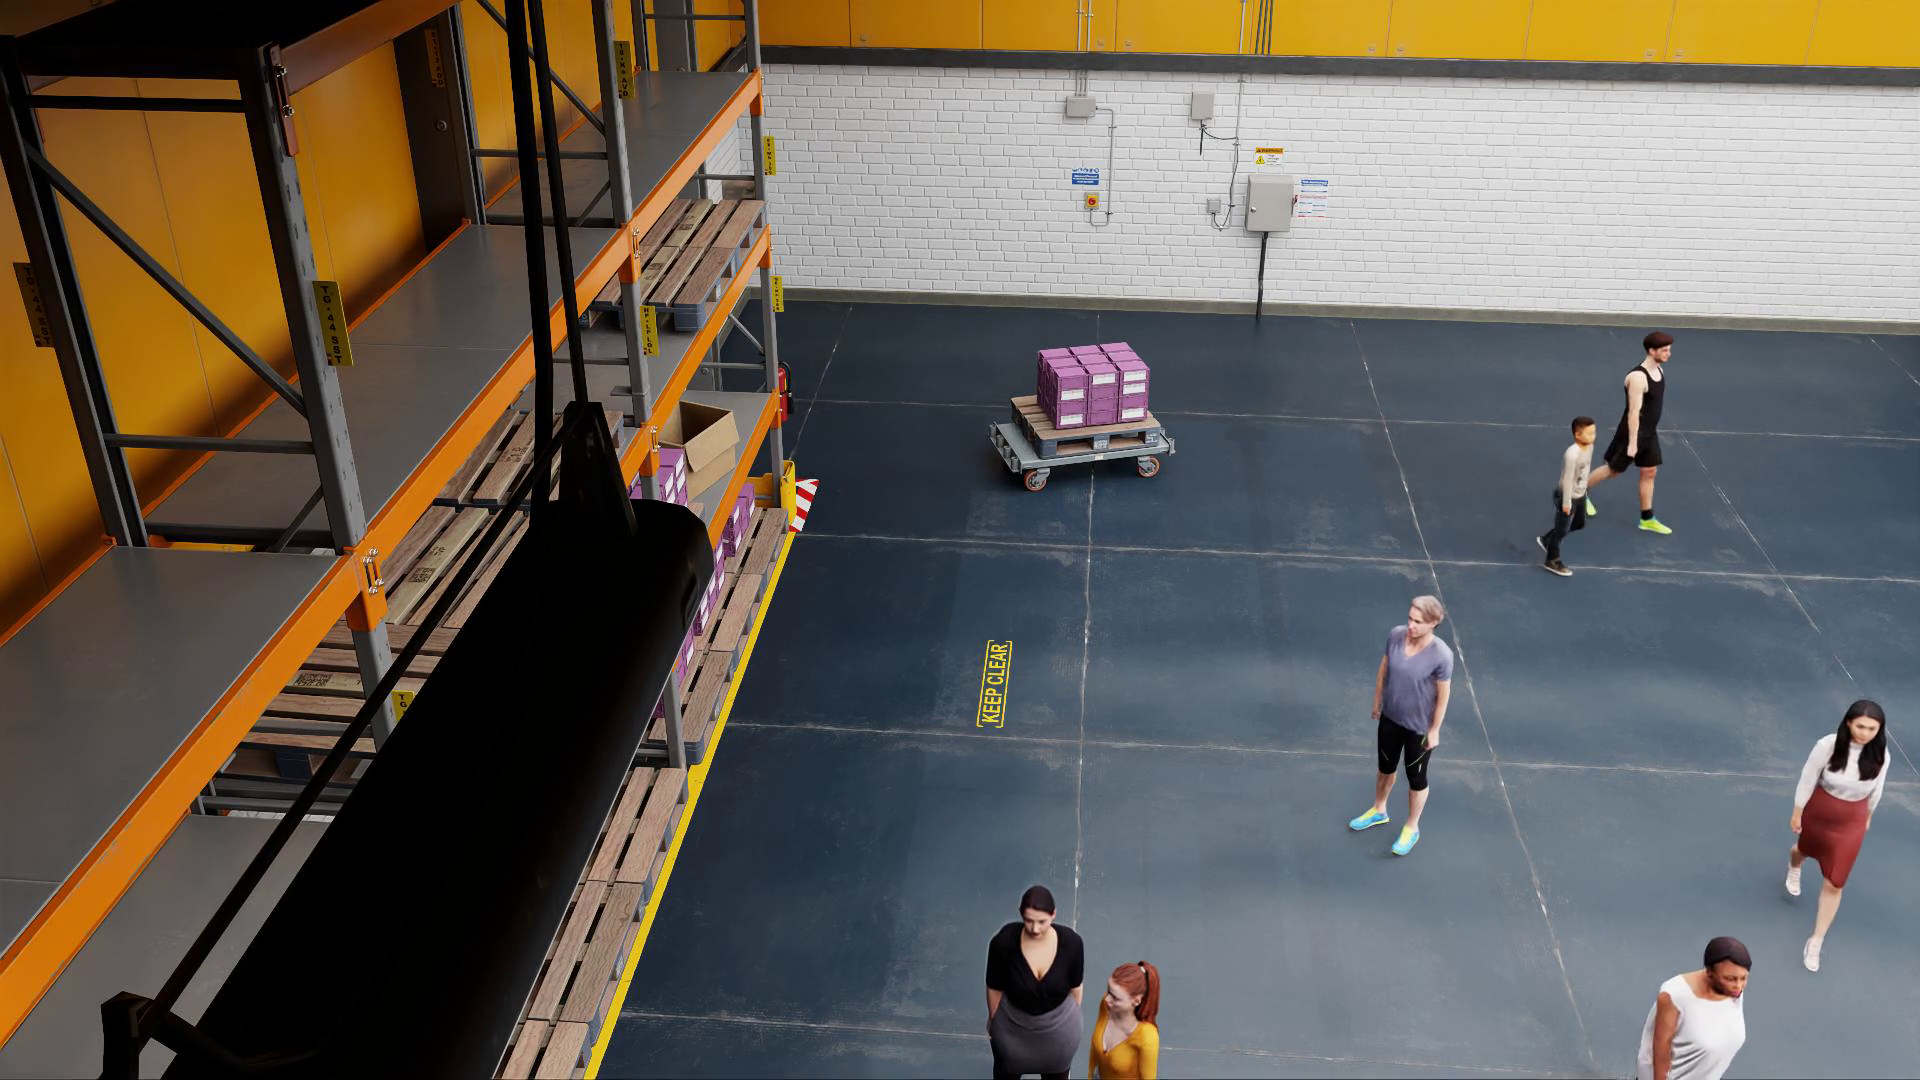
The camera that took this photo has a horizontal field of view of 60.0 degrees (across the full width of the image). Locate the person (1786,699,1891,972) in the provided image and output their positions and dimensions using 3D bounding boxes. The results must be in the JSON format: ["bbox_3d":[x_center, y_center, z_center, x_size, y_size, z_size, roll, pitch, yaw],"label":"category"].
[{"bbox_3d":[5.305,1.684,10.162,0.837,1.705,1.191,10,30,18],"label":"person"}]

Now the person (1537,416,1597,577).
[{"bbox_3d":[5.175,-0.407,14.259,0.780,1.453,0.719,25,37,37],"label":"person"}]

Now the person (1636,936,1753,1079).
[{"bbox_3d":[3.639,2.641,8.456,0.870,1.659,1.172,-7,29,-12],"label":"person"}]

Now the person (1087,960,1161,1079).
[{"bbox_3d":[0.799,2.749,8.165,0.740,1.749,0.656,-17,33,-28],"label":"person"}]

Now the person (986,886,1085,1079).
[{"bbox_3d":[0.388,2.485,8.639,0.691,1.758,0.642,-1,29,-1],"label":"person"}]

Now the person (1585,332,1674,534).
[{"bbox_3d":[5.975,-0.981,14.896,1.220,1.851,1.230,24,37,37],"label":"person"}]

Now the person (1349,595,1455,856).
[{"bbox_3d":[2.940,1.181,10.896,0.799,1.885,0.741,-22,36,-35],"label":"person"}]
